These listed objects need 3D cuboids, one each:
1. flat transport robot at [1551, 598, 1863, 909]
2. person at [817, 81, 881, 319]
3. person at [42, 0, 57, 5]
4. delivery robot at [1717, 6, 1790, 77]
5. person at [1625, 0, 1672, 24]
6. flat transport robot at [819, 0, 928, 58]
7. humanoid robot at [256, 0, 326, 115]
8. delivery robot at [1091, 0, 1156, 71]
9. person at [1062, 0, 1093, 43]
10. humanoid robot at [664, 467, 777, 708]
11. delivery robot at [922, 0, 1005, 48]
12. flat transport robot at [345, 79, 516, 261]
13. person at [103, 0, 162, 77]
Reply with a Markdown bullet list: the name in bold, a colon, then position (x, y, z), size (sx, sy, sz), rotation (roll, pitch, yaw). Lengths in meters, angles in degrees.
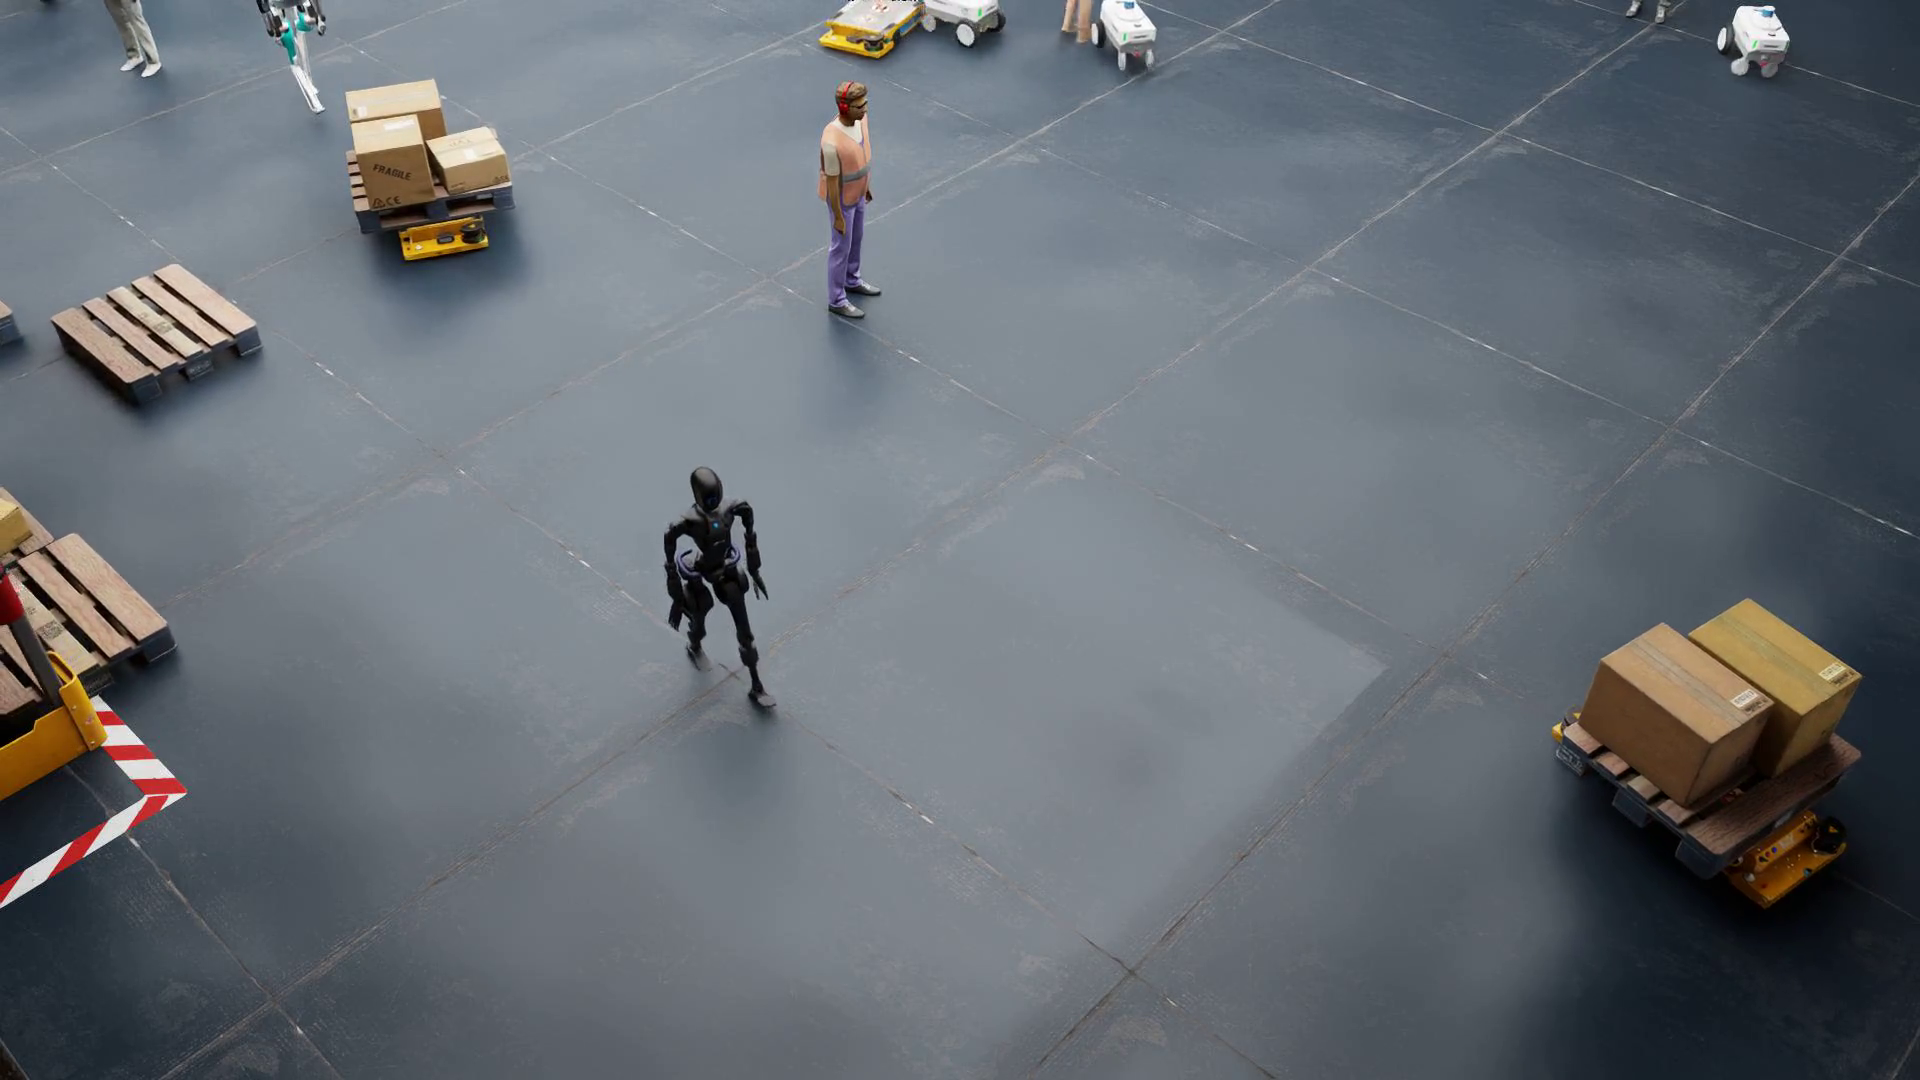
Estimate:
- **flat transport robot**: position (4.003, 1.324, 9.055), size (0.659, 0.231, 1.431), rotation (-24, 47, -24)
- **person**: position (-0.828, -2.494, 12.132), size (0.390, 1.834, 0.559), rotation (14, 44, 15)
- **person**: position (-9.376, -5.950, 15.968), size (0.993, 1.784, 0.552), rotation (3, 42, 3)
- **delivery robot**: position (7.453, -4.695, 15.518), size (0.499, 0.578, 0.746), rotation (4, 42, 4)
- **person**: position (6.799, -5.899, 15.914), size (0.569, 1.832, 0.389), rotation (18, 45, 19)
- **flat transport robot**: position (-0.740, -5.111, 16.206), size (0.659, 0.231, 1.431), rotation (19, 45, 20)
- **humanoid robot**: position (-5.860, -4.583, 14.520), size (0.548, 1.739, 1.005), rotation (-26, 48, -26)
- **delivery robot**: position (1.570, -4.810, 15.673), size (0.499, 0.614, 0.815), rotation (-10, 43, -11)
- **person**: position (1.188, -5.498, 15.540), size (0.376, 1.735, 0.508), rotation (-34, 52, -32)
- **humanoid robot**: position (-1.363, 0.237, 9.241), size (0.583, 1.620, 0.778), rotation (-23, 47, -23)
- **delivery robot**: position (0.017, -5.121, 15.994), size (0.768, 0.581, 0.499), rotation (26, 48, 26)
- **flat transport robot**: position (-4.283, -2.760, 13.593), size (0.659, 0.231, 1.431), rotation (-13, 44, -14)
- **person**: position (-7.674, -5.033, 15.099), size (0.533, 1.635, 0.319), rotation (15, 44, 16)
